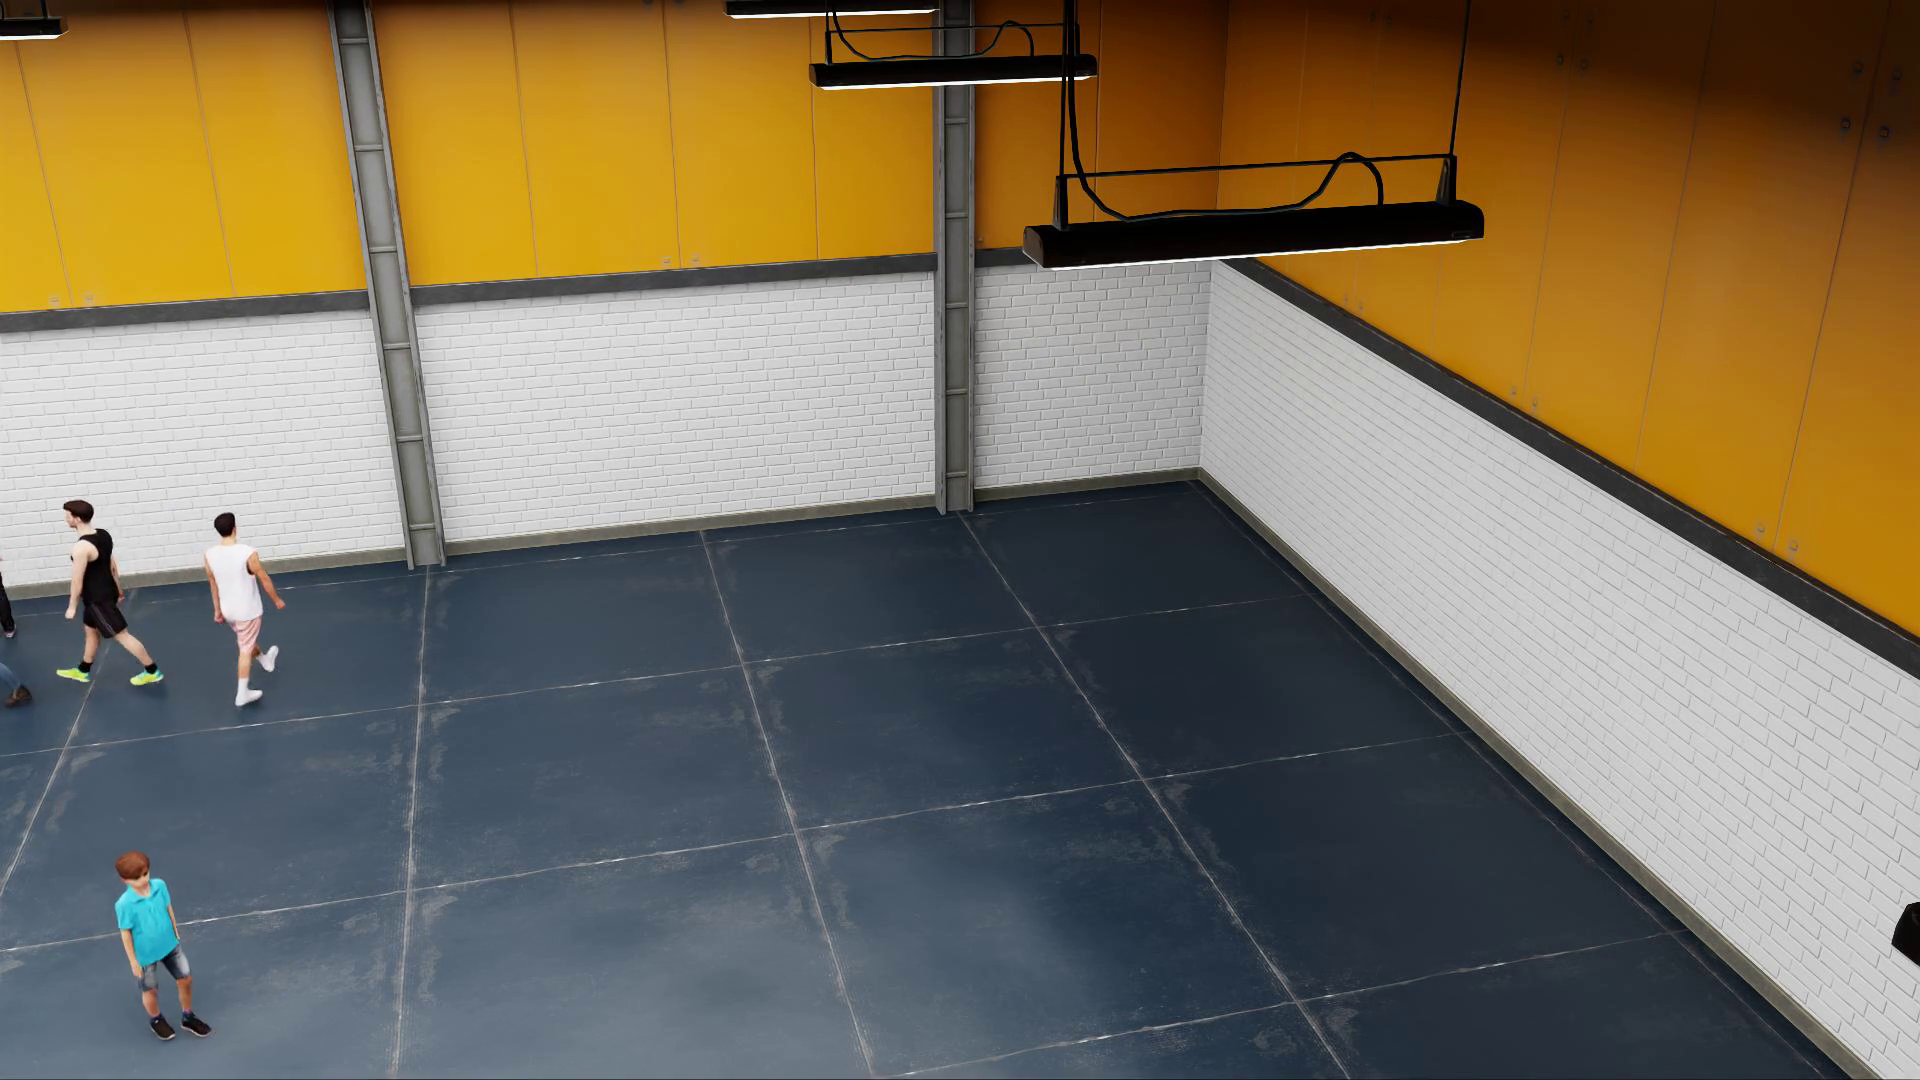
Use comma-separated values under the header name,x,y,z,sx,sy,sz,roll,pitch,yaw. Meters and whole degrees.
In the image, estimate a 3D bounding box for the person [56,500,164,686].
name,x,y,z,sx,sy,sz,roll,pitch,yaw
person,-7.832,0.547,15.319,1.237,1.837,0.788,-3,24,-6

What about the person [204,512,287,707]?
name,x,y,z,sx,sy,sz,roll,pitch,yaw
person,-6.602,0.679,15.159,1.188,1.723,1.042,4,24,9

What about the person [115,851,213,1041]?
name,x,y,z,sx,sy,sz,roll,pitch,yaw
person,-5.372,2.658,10.992,0.783,1.435,0.731,15,28,31
